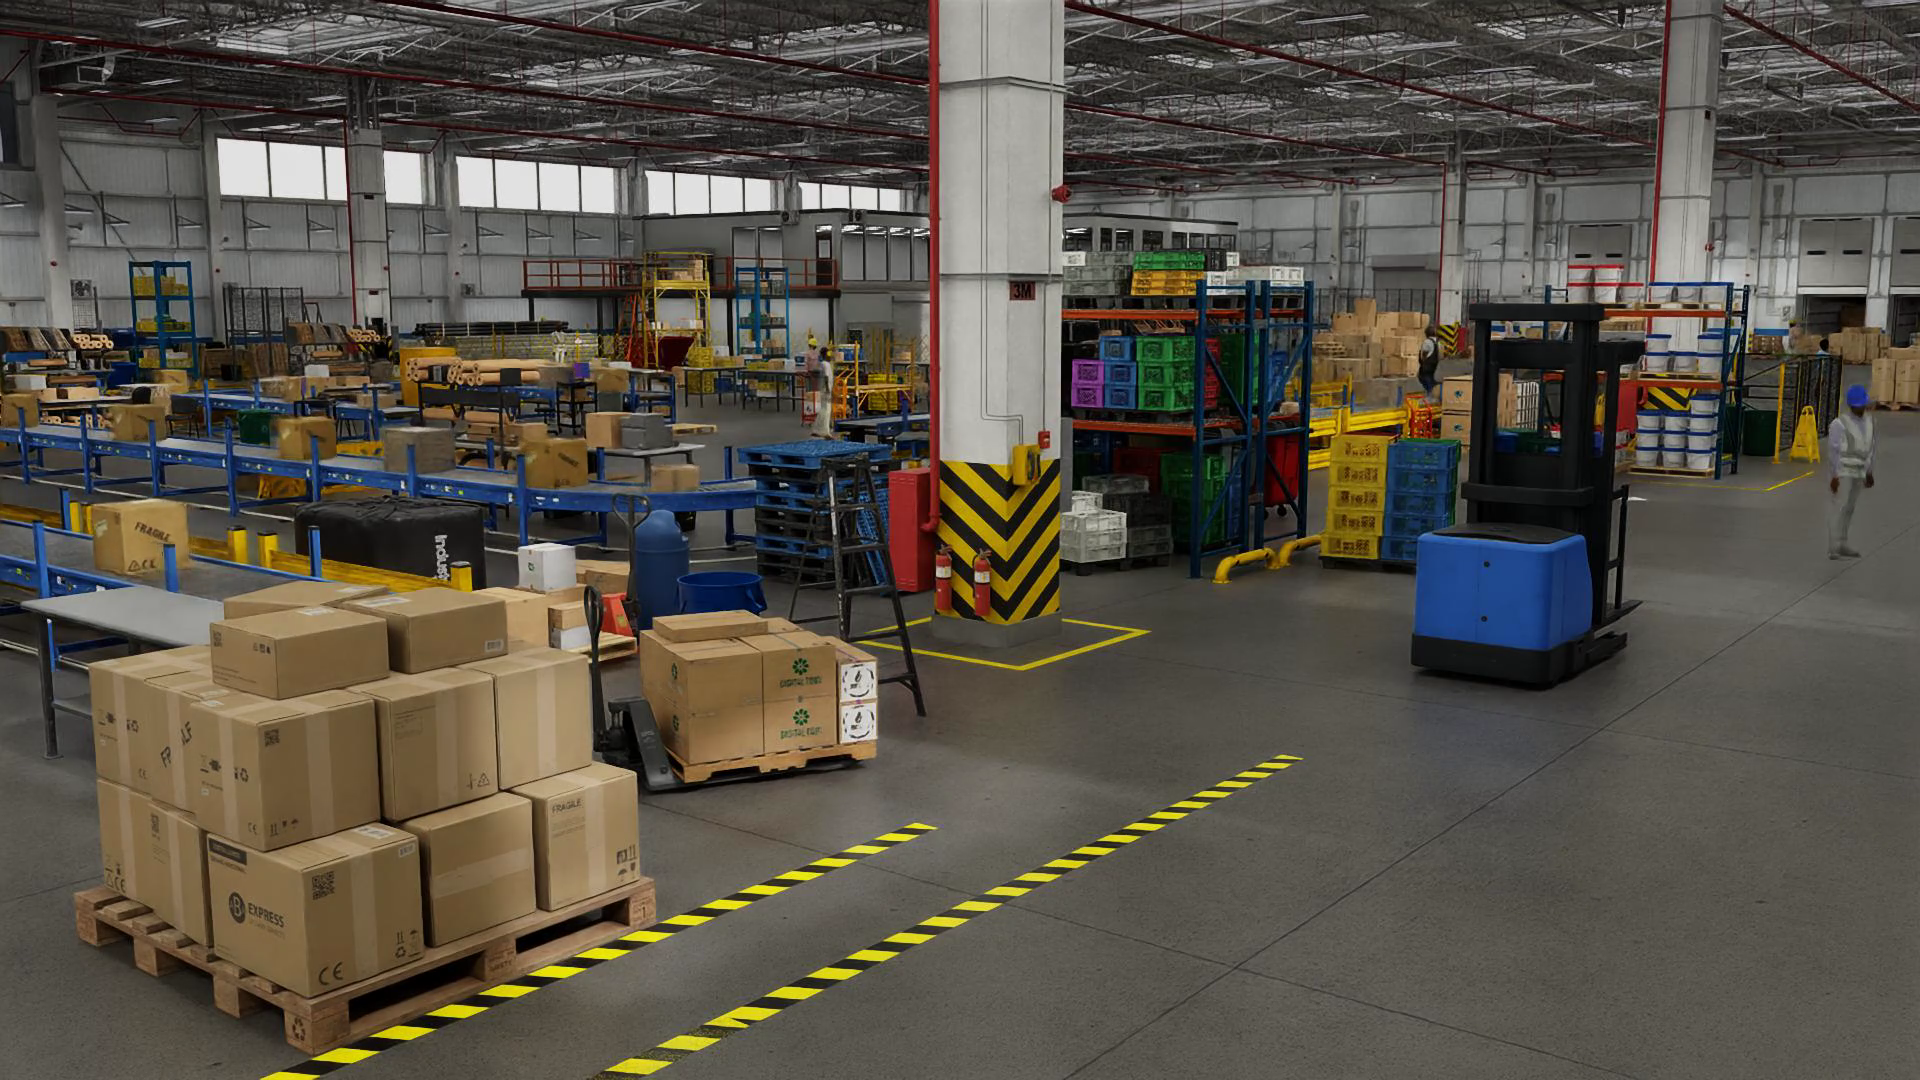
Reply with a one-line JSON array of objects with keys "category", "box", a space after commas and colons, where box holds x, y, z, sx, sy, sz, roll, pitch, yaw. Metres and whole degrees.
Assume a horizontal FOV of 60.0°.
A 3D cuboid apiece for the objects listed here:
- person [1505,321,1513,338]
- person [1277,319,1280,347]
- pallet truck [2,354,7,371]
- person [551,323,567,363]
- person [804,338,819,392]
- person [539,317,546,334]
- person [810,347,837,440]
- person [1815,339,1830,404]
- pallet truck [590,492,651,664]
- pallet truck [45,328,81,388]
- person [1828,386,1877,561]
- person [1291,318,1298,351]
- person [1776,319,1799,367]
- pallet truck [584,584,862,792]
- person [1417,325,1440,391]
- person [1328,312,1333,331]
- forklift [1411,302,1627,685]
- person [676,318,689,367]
[{"category": "person", "box": [23.873, -8.815, 72.293, 0.376, 1.995, 0.612, 6, 11, 37]}, {"category": "person", "box": [15.229, -9.813, 79.863, 0.438, 1.748, 0.523, 1, 9, 7]}, {"category": "pallet truck", "box": [-24.881, -4.417, 42.634, 1.885, 1.965, 0.823, 8, 11, 41]}, {"category": "person", "box": [-13.752, -6.504, 57.087, 0.355, 1.884, 0.576, 6, 11, 37]}, {"category": "person", "box": [-3.732, -4.217, 42.062, 0.306, 1.770, 0.525, 6, 11, 37]}, {"category": "person", "box": [-17.251, -8.278, 68.898, 0.363, 1.928, 0.587, 6, 11, 37]}, {"category": "person", "box": [-2.729, -2.896, 32.959, 0.430, 1.835, 0.681, -2, 9, -16]}, {"category": "person", "box": [22.672, -4.429, 43.730, 0.318, 1.697, 0.535, 6, 11, 37]}, {"category": "pallet truck", "box": [-3.115, 0.344, 12.883, 0.653, 1.274, 1.630, 7, 11, 37]}, {"category": "pallet truck", "box": [-23.775, -4.544, 43.495, 1.885, 1.965, 0.823, 6, 10, 35]}, {"category": "person", "box": [9.656, -0.722, 18.061, 0.659, 1.909, 0.490, -3, 9, -22]}, {"category": "person", "box": [16.915, -10.402, 83.986, 0.318, 1.699, 0.535, 6, 11, 37]}, {"category": "person", "box": [32.690, -7.755, 65.505, 0.597, 1.887, 0.916, -5, 10, -30]}, {"category": "pallet truck", "box": [-1.426, 0.805, 10.019, 1.601, 1.201, 0.680, -4, 9, -26]}, {"category": "person", "box": [12.846, -4.887, 45.663, 0.680, 2.000, 0.542, -7, 11, -38]}, {"category": "person", "box": [19.106, -10.725, 85.356, 0.351, 1.941, 0.545, 6, 11, 37]}, {"category": "forklift", "box": [4.379, -0.438, 12.852, 1.129, 2.768, 1.873, 7, 11, 37]}, {"category": "person", "box": [-10.968, -7.836, 65.879, 0.351, 1.941, 0.545, 6, 11, 37]}]
